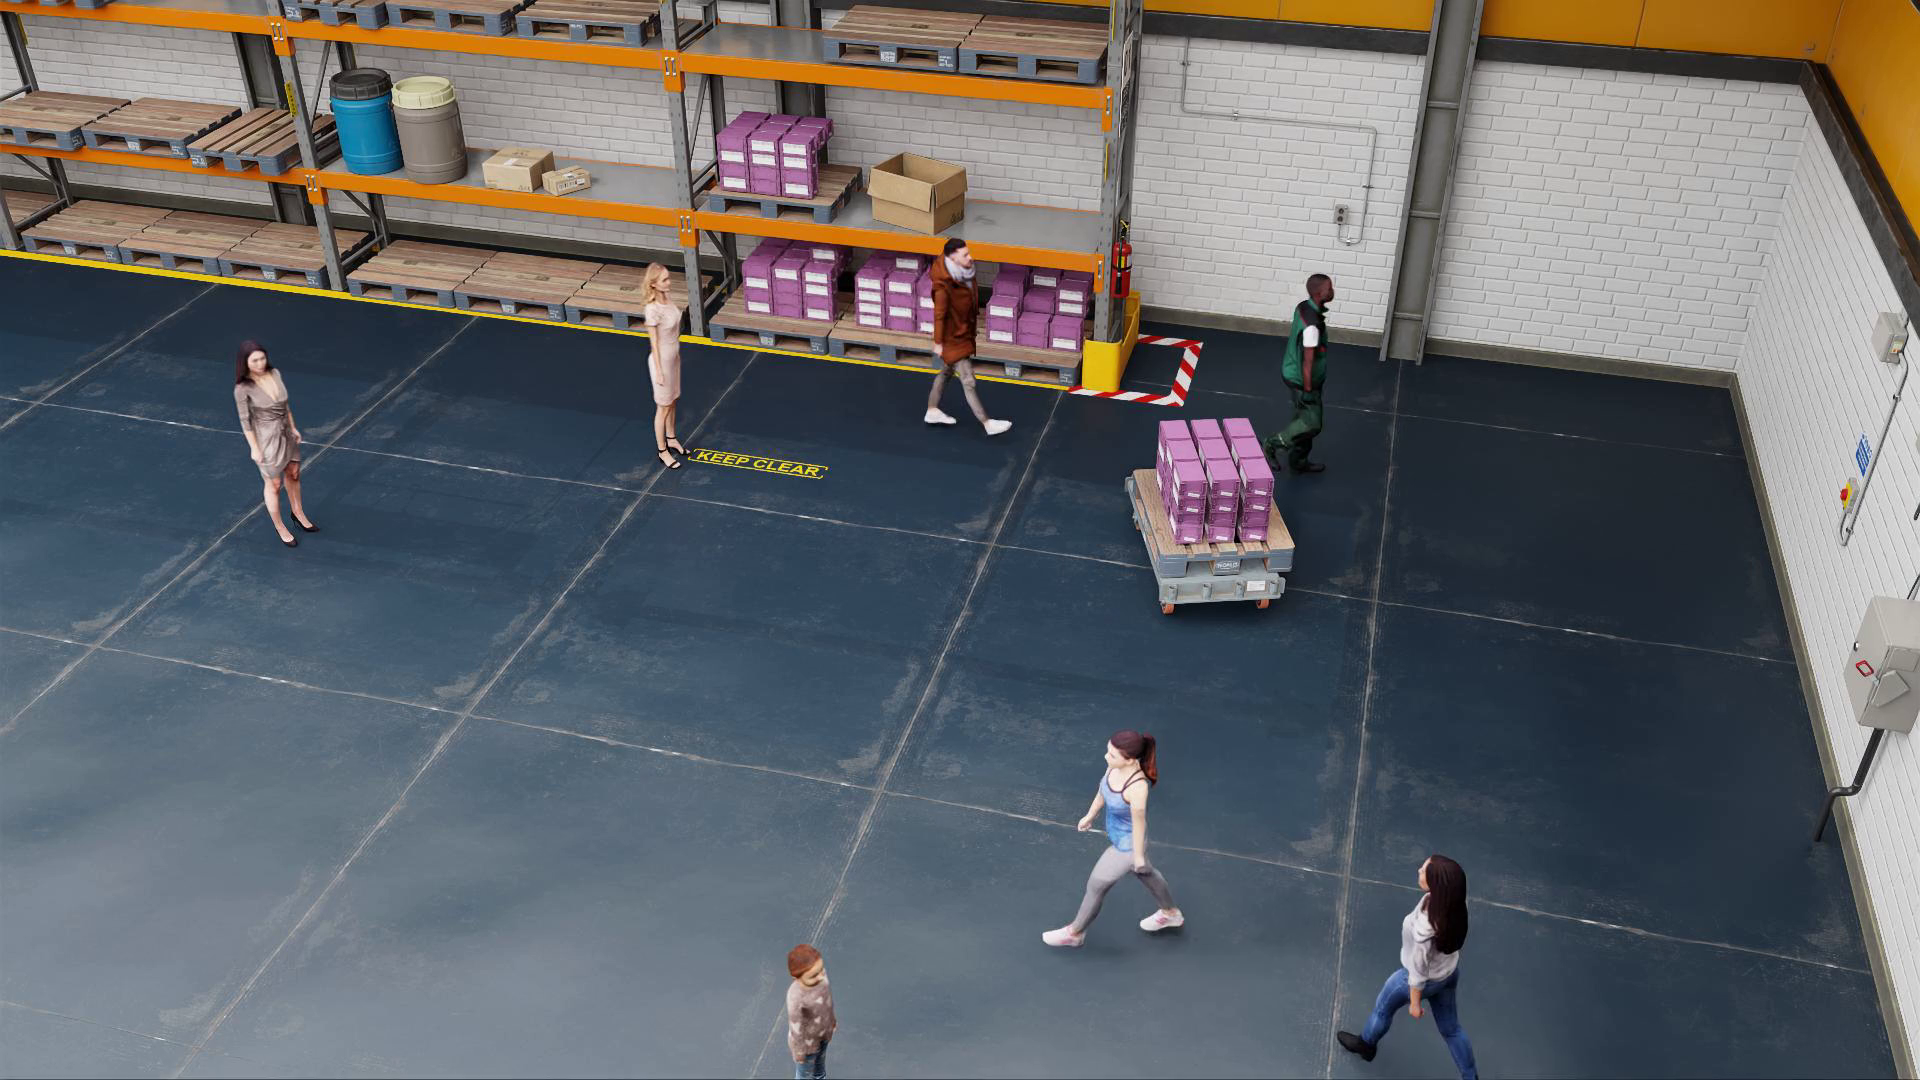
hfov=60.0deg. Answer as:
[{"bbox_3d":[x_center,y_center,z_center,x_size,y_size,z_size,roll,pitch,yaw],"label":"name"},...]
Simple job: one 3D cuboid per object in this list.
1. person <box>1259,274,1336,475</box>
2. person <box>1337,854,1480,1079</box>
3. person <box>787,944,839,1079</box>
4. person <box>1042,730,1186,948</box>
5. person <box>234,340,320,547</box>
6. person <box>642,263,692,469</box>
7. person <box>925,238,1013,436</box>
[{"bbox_3d":[2.759,-1.329,13.665,0.912,1.830,0.777,3,34,4],"label":"person"},{"bbox_3d":[2.464,2.267,8.469,0.976,1.593,1.156,-27,42,-35],"label":"person"},{"bbox_3d":[-0.760,2.502,8.476,0.527,1.194,0.522,17,37,24],"label":"person"},{"bbox_3d":[1.007,1.682,9.374,1.139,1.565,0.803,-3,34,-5],"label":"person"},{"bbox_3d":[-5.319,-0.768,12.899,0.567,1.744,0.639,15,36,21],"label":"person"},{"bbox_3d":[-2.465,-1.470,13.877,0.490,1.829,0.569,8,34,12],"label":"person"},{"bbox_3d":[-0.121,-1.738,14.310,1.060,1.798,0.732,9,35,14],"label":"person"}]
